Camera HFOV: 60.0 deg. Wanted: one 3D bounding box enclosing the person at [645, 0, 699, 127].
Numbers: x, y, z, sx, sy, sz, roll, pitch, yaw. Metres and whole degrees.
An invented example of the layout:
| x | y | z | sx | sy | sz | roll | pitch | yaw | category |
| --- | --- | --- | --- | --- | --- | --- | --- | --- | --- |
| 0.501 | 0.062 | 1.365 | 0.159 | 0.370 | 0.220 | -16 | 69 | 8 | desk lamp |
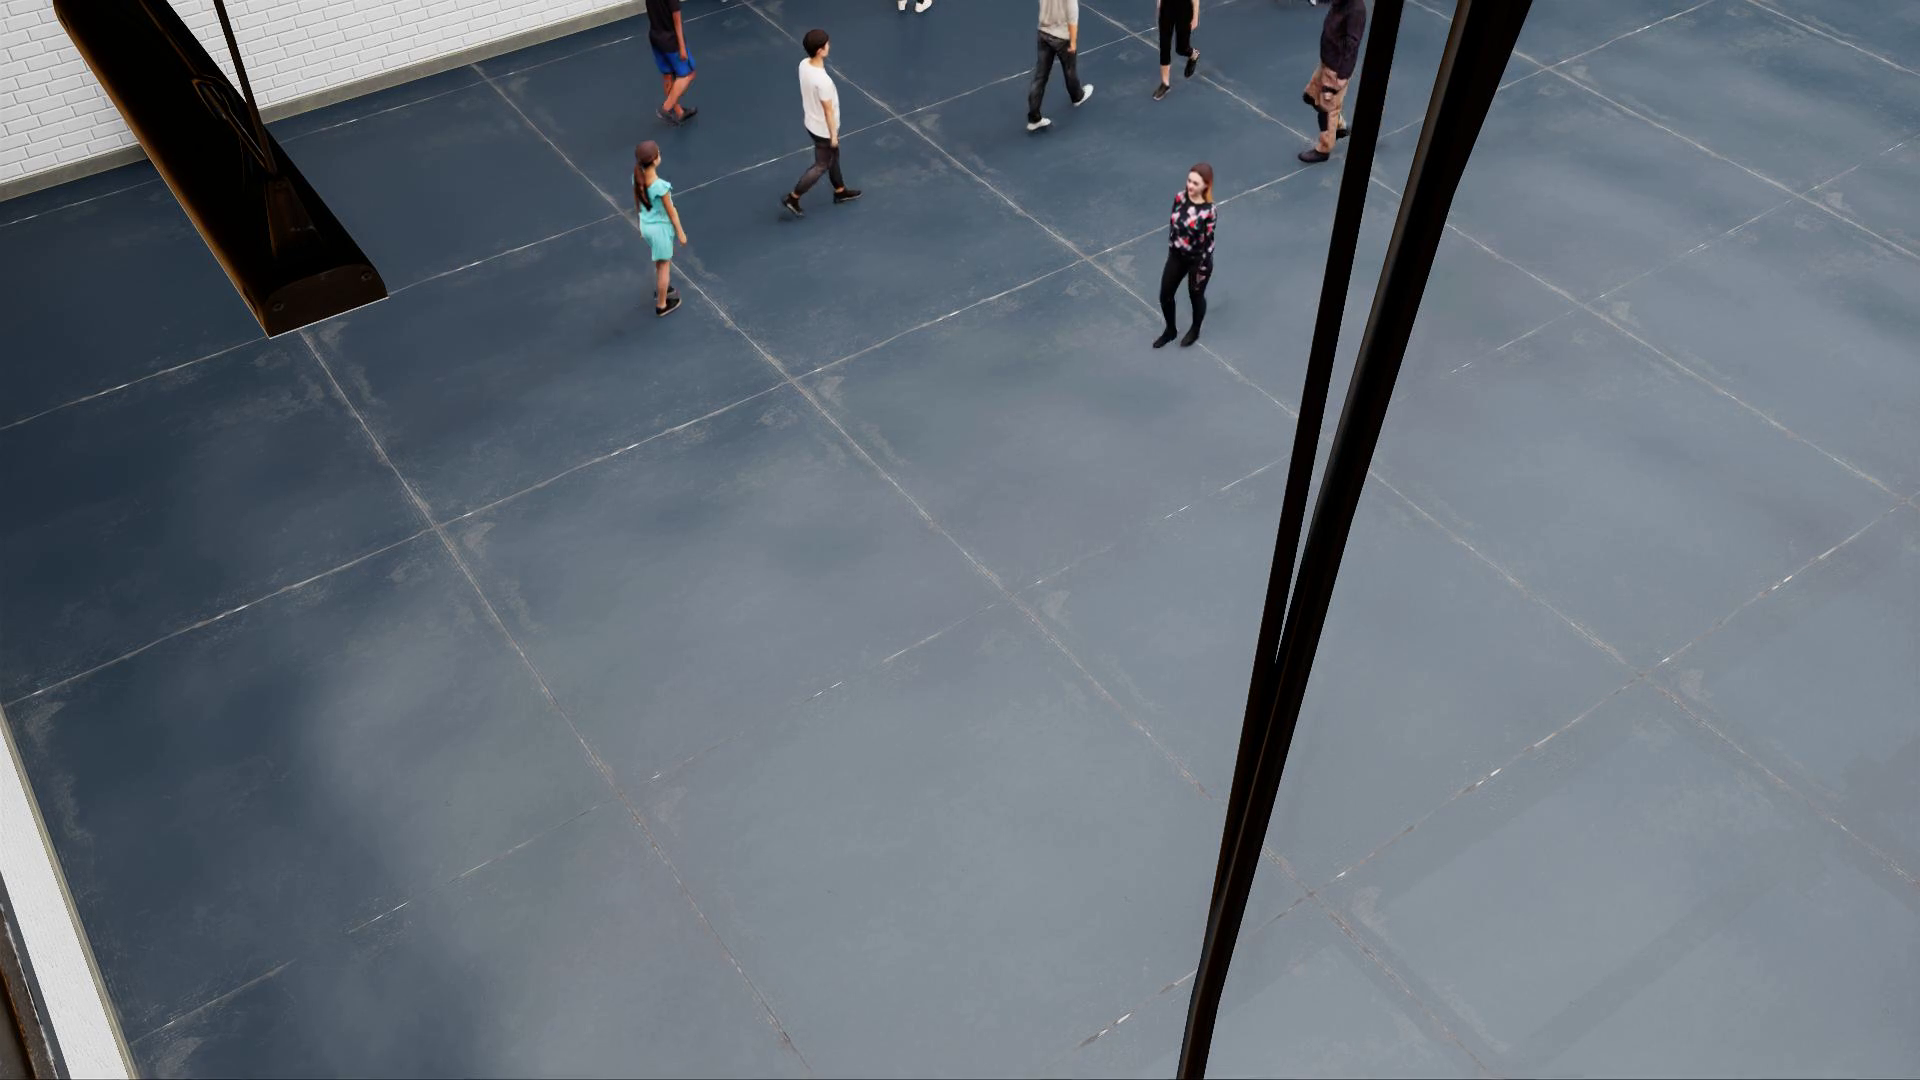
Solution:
| x | y | z | sx | sy | sz | roll | pitch | yaw | category |
| --- | --- | --- | --- | --- | --- | --- | --- | --- | --- |
| -2.786 | -4.661 | 15.565 | 0.734 | 1.790 | 0.845 | 30 | 51 | 28 | person |

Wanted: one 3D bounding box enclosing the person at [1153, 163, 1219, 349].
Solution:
| x | y | z | sx | sy | sz | roll | pitch | yaw | category |
| --- | --- | --- | --- | --- | --- | --- | --- | --- | --- |
| 1.873 | -2.260 | 13.133 | 0.683 | 1.667 | 0.727 | 32 | 52 | 29 | person |

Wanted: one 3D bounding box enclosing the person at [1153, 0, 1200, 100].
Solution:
| x | y | z | sx | sy | sz | roll | pitch | yaw | category |
| --- | --- | --- | --- | --- | --- | --- | --- | --- | --- |
| 2.148 | -5.131 | 16.118 | 0.736 | 1.706 | 0.919 | 26 | 50 | 25 | person |

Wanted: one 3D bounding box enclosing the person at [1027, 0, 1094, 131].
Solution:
| x | y | z | sx | sy | sz | roll | pitch | yaw | category |
| --- | --- | --- | --- | --- | --- | --- | --- | --- | --- |
| 0.838 | -4.701 | 15.625 | 0.886 | 1.764 | 1.224 | 30 | 51 | 28 | person |

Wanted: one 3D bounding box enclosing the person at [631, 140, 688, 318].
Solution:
| x | y | z | sx | sy | sz | roll | pitch | yaw | category |
| --- | --- | --- | --- | --- | --- | --- | --- | --- | --- |
| -2.495 | -2.482 | 13.452 | 0.613 | 1.548 | 0.636 | 33 | 52 | 29 | person |

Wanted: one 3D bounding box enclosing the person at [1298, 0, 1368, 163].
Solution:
| x | y | z | sx | sy | sz | roll | pitch | yaw | category |
| --- | --- | --- | --- | --- | --- | --- | --- | --- | --- |
| 3.497 | -4.334 | 15.128 | 0.909 | 1.917 | 0.870 | -7 | 44 | -7 | person |

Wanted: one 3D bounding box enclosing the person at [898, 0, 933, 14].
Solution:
| x | y | z | sx | sy | sz | roll | pitch | yaw | category |
| --- | --- | --- | --- | --- | --- | --- | --- | --- | --- |
| -0.532 | -6.414 | 17.419 | 0.722 | 1.770 | 0.751 | 12 | 45 | 12 | person |

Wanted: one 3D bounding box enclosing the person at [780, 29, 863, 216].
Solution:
| x | y | z | sx | sy | sz | roll | pitch | yaw | category |
| --- | --- | --- | --- | --- | --- | --- | --- | --- | --- |
| -1.281 | -3.623 | 14.543 | 1.070 | 1.696 | 0.743 | -18 | 47 | -18 | person |
